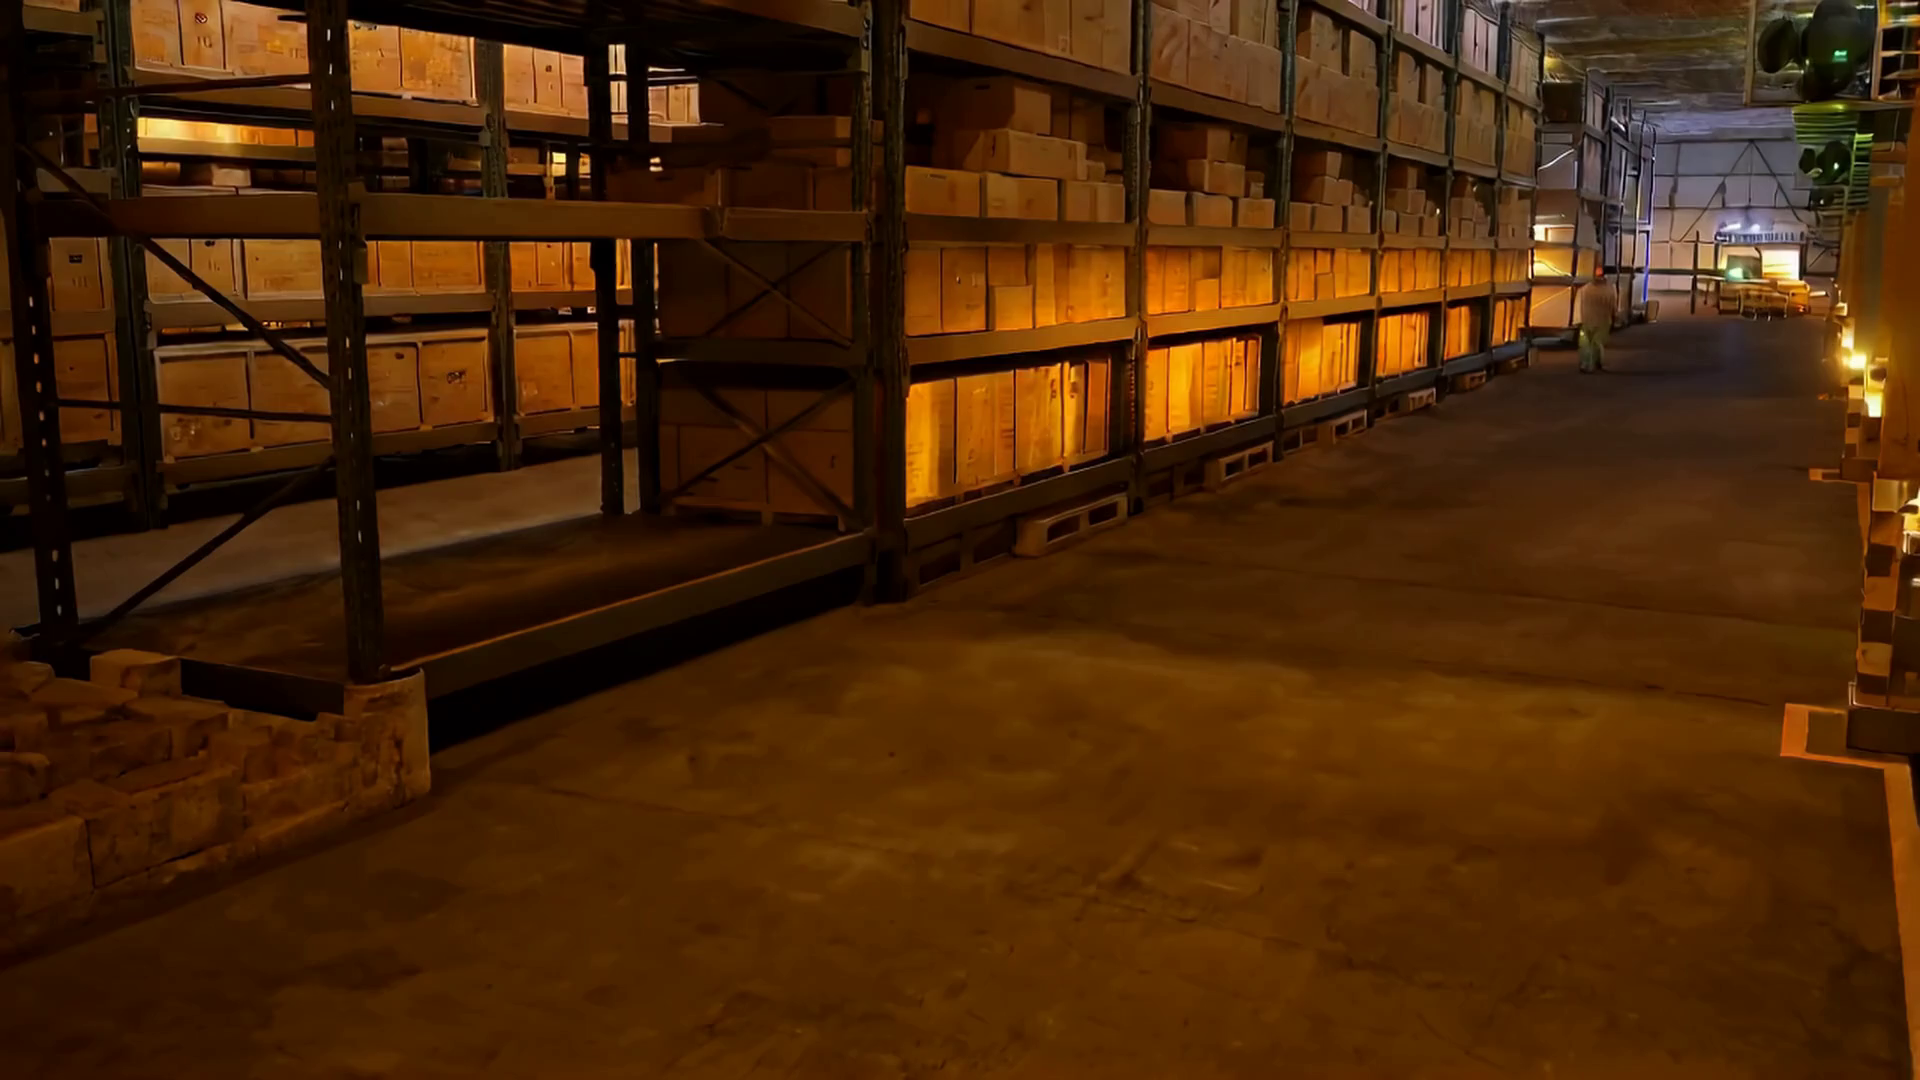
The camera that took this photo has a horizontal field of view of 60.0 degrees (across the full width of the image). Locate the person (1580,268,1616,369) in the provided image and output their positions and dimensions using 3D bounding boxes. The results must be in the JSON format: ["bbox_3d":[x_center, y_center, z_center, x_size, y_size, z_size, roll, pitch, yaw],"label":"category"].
[{"bbox_3d":[12.014,-4.168,31.315,0.639,1.902,0.407,1,10,6],"label":"person"}]
